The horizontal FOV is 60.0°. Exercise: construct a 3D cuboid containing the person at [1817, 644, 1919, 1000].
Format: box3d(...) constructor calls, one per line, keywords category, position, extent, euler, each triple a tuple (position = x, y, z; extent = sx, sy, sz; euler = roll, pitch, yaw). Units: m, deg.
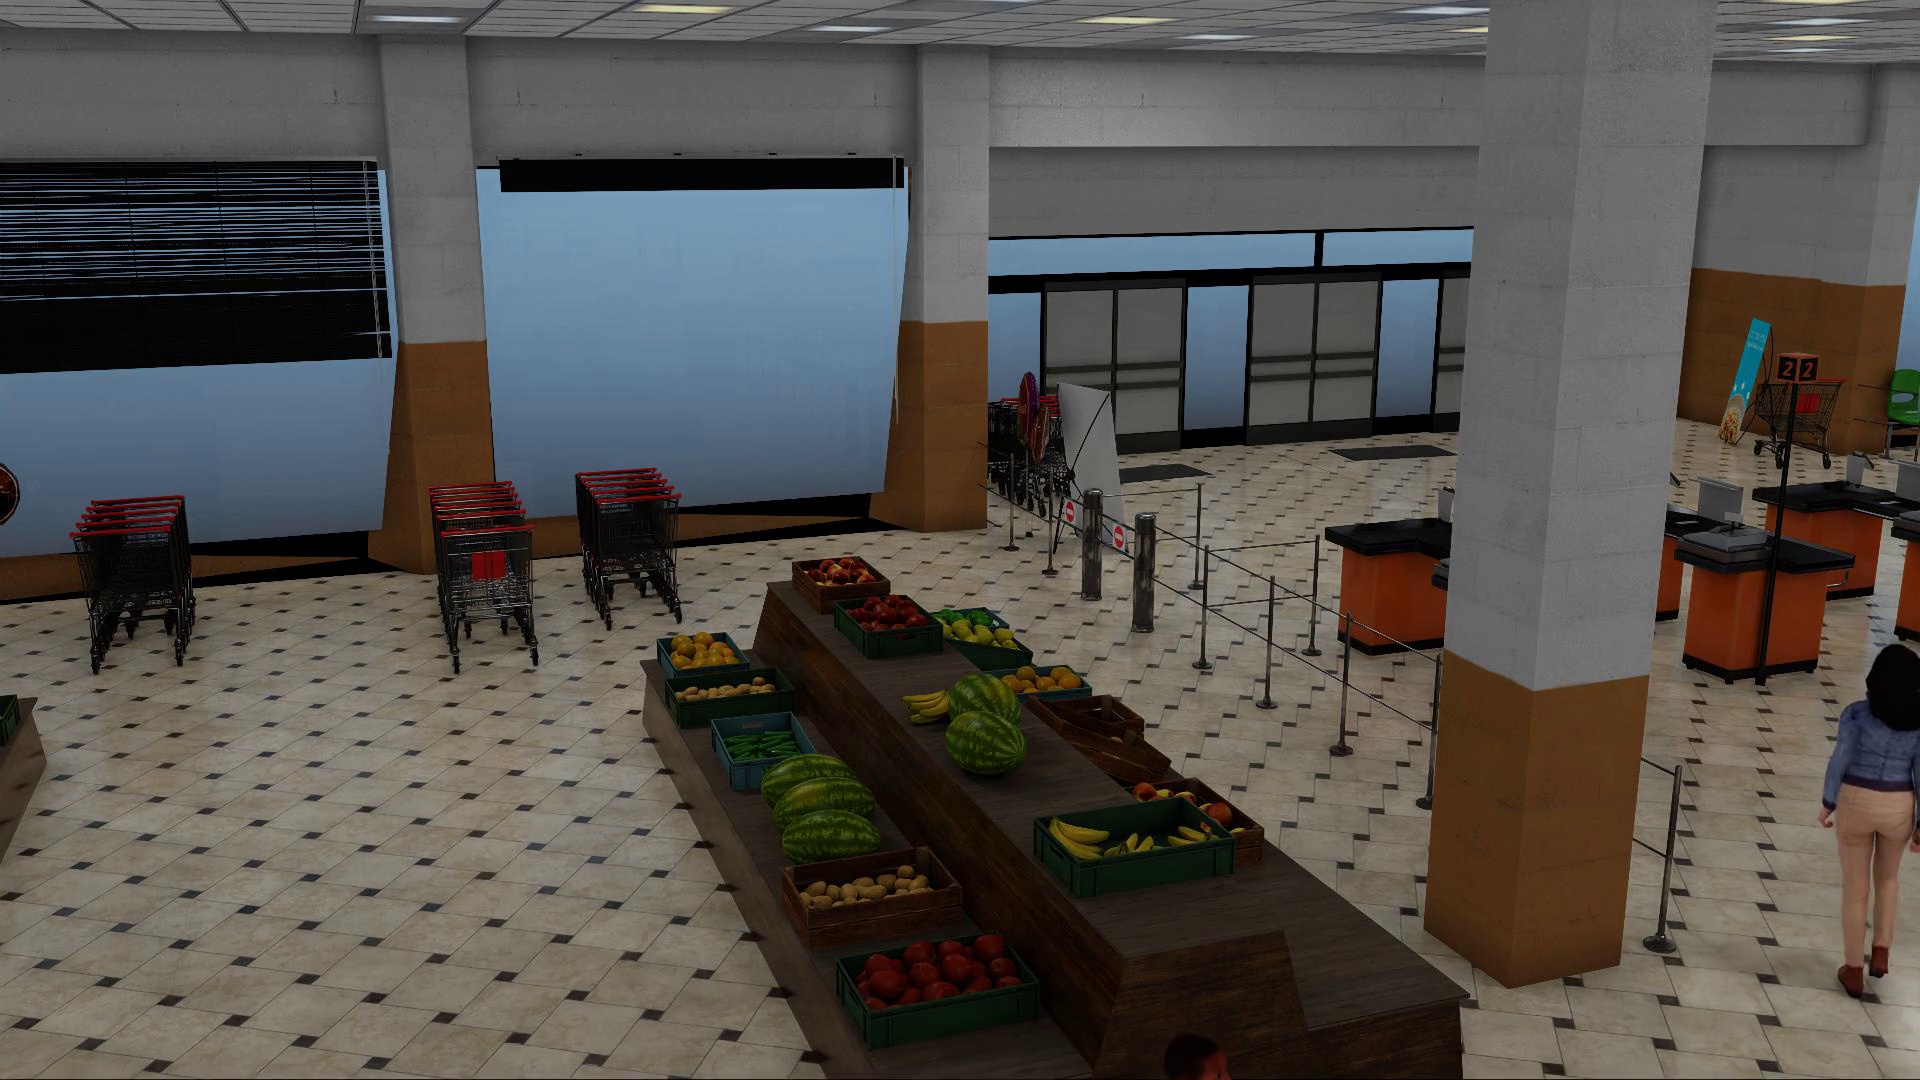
box3d(category="person", position=(4.395, 1.377, 7.970), extent=(0.726, 1.766, 0.772), euler=(4, 14, 16))
